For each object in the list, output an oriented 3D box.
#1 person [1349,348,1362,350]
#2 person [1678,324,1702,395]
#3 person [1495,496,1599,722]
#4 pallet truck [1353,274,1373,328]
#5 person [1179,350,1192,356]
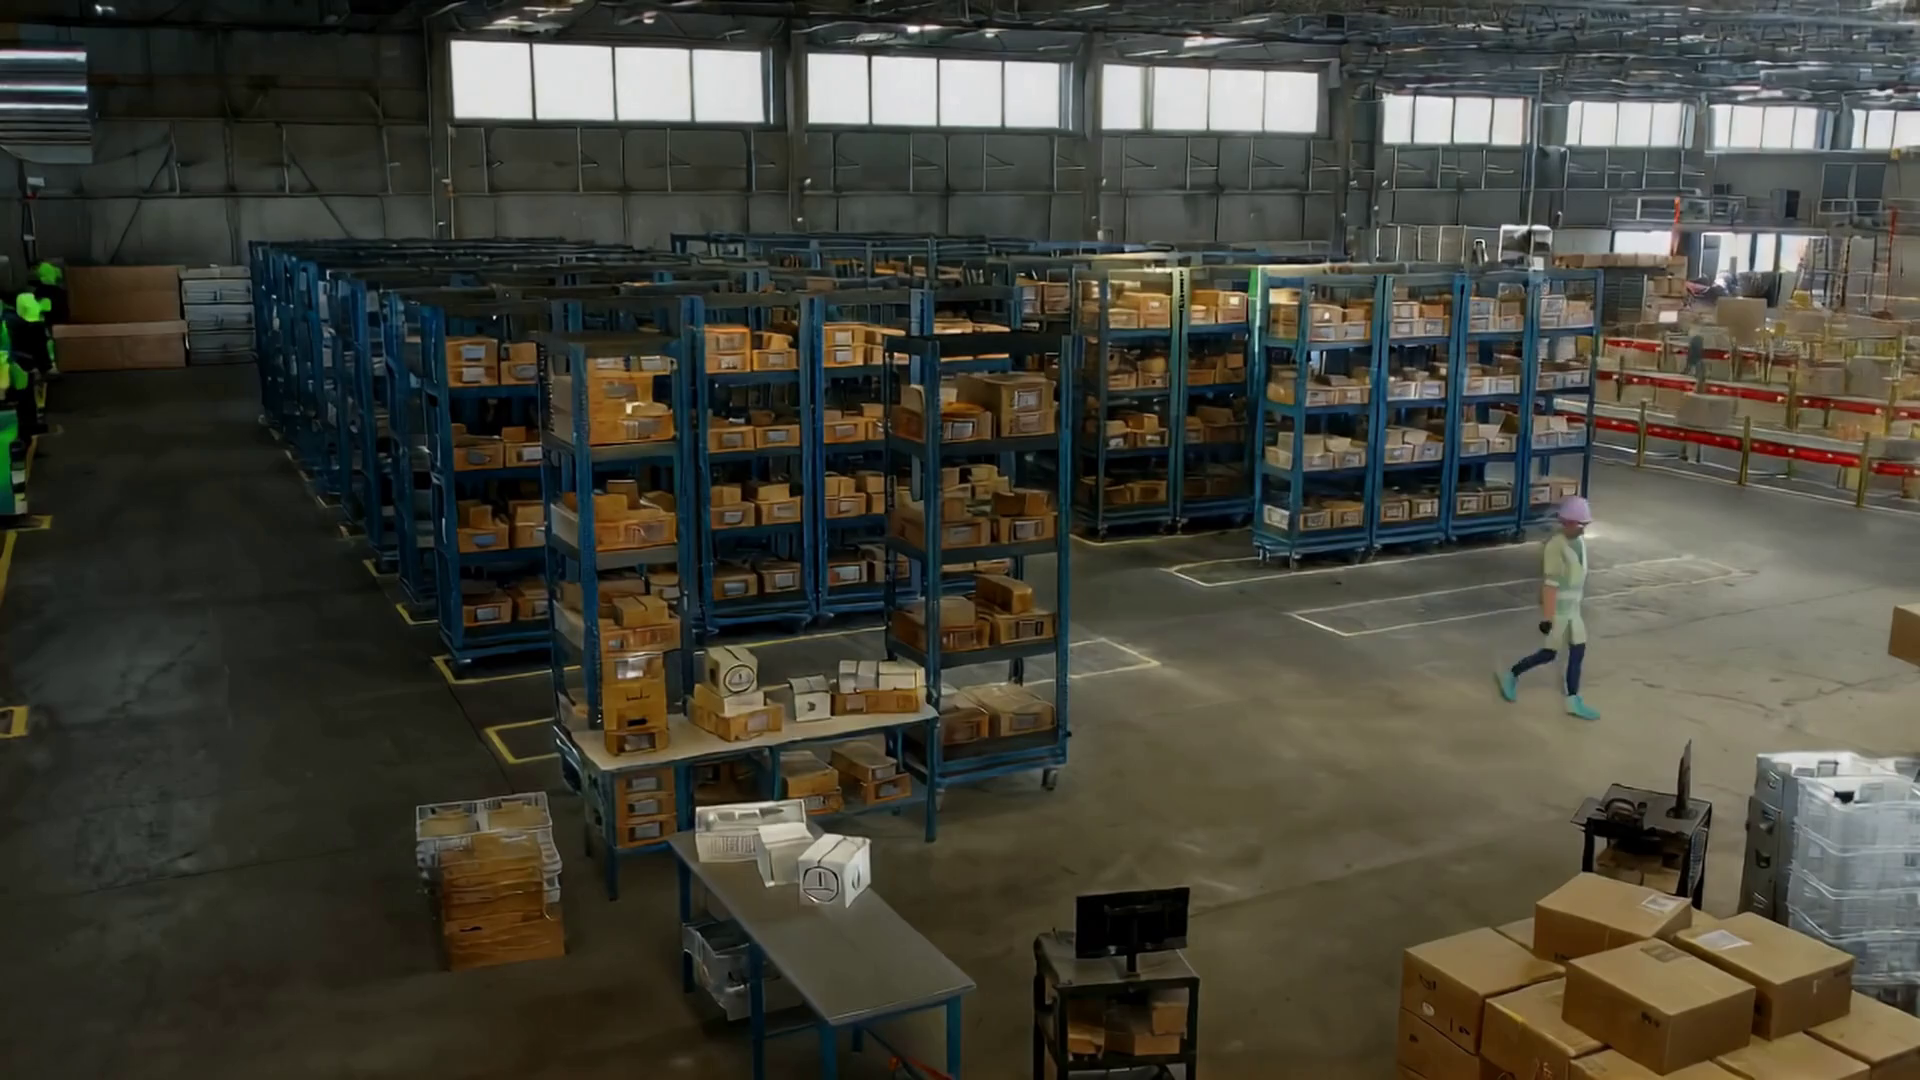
[{"bbox_3d":[7.472,-3.063,32.172,0.653,1.892,0.493,-11,16,-42],"label":"person"},{"bbox_3d":[16.440,-4.036,37.358,0.512,1.617,0.516,-9,15,-38],"label":"person"},{"bbox_3d":[5.303,0.581,14.849,0.617,2.020,0.874,-11,17,-43],"label":"person"},{"bbox_3d":[13.011,-8.050,55.243,0.823,1.965,1.885,-7,14,-28],"label":"pallet truck"},{"bbox_3d":[5.101,-4.020,37.056,0.538,1.718,0.917,-3,12,-14],"label":"person"}]
